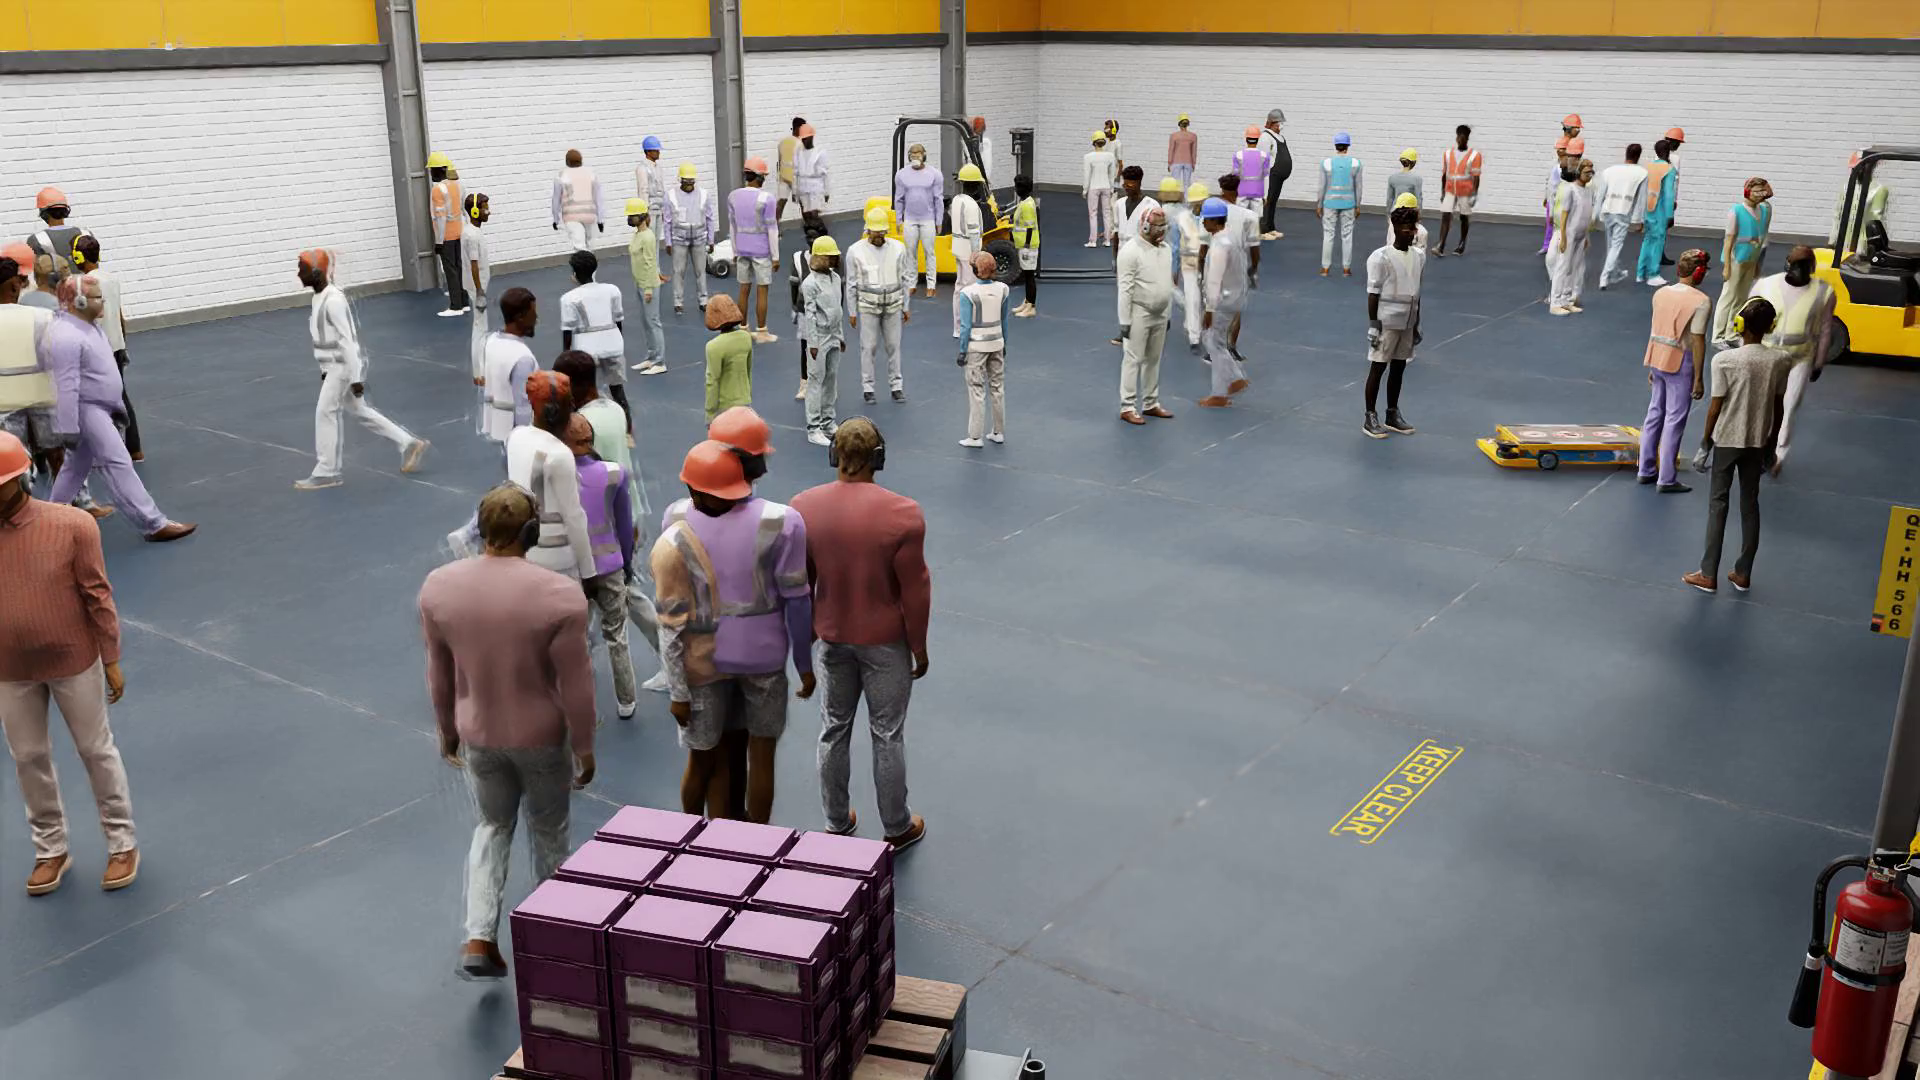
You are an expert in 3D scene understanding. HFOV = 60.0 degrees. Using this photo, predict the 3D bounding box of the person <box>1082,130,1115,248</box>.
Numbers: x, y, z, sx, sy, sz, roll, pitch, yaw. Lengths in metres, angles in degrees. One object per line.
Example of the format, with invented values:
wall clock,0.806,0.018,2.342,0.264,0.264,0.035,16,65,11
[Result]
person,2.114,-5.374,25.511,0.529,1.767,0.329,-7,19,-20

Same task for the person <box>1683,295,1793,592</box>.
person,4.852,-0.589,10.376,0.507,1.872,0.329,-1,18,-3

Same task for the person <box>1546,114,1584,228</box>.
person,9.067,-5.344,24.974,0.394,2.040,0.609,-1,18,-3

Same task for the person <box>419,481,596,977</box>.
person,-1.664,0.749,6.120,0.654,1.915,0.604,1,18,4

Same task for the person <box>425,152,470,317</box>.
person,-6.114,-3.629,19.793,0.379,1.925,0.594,2,18,7

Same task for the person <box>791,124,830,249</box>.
person,-2.226,-5.204,24.729,0.547,1.915,0.433,8,19,23

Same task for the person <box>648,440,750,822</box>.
person,-0.991,0.516,6.842,0.390,1.925,0.548,11,21,32

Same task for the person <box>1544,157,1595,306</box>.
person,7.445,-3.756,20.366,0.523,1.814,0.653,-6,19,-17

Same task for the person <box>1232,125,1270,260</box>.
person,4.208,-5.031,24.161,0.545,1.938,0.362,2,18,5

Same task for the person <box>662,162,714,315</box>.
person,-3.234,-3.586,19.845,0.610,1.820,0.417,-6,19,-18

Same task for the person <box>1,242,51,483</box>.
person,-7.063,-1.337,12.681,0.576,1.889,0.507,2,18,7

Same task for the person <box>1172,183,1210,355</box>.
person,2.578,-2.934,17.853,0.595,1.783,0.928,-1,18,-3

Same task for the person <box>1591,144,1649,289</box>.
person,8.661,-4.250,21.854,0.624,1.864,1.035,16,24,40

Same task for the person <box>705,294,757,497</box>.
person,-1.647,-0.940,11.871,0.294,1.625,0.501,9,20,26

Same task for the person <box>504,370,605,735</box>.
person,-2.039,0.073,8.295,0.372,1.882,0.603,-14,23,-38

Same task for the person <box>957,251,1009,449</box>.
person,0.195,-1.581,13.850,0.523,1.639,0.306,-14,23,-37

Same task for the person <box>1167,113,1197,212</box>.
person,3.971,-6.735,29.786,0.532,1.756,0.344,-3,18,-9

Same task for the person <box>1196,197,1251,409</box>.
person,2.353,-2.153,15.175,0.470,1.924,0.654,4,18,14

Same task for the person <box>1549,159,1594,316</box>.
person,7.335,-3.611,19.866,0.517,1.843,0.326,-13,22,-36

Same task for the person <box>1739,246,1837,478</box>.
person,6.477,-1.419,13.115,0.628,1.789,1.001,12,21,33

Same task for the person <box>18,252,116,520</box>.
person,-6.347,-1.065,11.779,0.641,1.927,0.385,12,21,33

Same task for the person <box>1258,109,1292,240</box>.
person,5.004,-5.809,26.426,0.537,2.000,0.683,9,20,27

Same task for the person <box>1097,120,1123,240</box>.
person,2.393,-5.712,26.401,0.315,1.870,0.533,-6,19,-18

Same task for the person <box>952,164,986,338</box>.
person,0.097,-3.144,18.273,0.363,1.927,0.587,-7,19,-20

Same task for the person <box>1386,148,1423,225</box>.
person,5.965,-4.359,22.335,0.523,1.769,0.313,16,24,41

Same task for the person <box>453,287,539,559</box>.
person,-2.858,-0.649,10.522,0.684,1.897,0.617,-12,21,-32

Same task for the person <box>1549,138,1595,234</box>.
person,8.174,-4.411,22.270,0.578,1.907,0.527,5,18,15

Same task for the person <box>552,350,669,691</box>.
person,-1.879,-0.097,8.851,0.952,1.866,0.591,0,18,1

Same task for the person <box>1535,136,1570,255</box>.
person,8.829,-5.059,24.542,0.326,1.752,0.561,-10,20,-28

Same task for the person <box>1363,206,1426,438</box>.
person,3.716,-1.861,14.199,0.606,1.966,0.367,-11,21,-30

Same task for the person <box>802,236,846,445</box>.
person,-1.121,-1.684,14.004,0.295,1.744,0.484,9,20,27

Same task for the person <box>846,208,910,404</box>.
person,-0.751,-2.159,15.375,0.602,1.819,0.403,-6,19,-17

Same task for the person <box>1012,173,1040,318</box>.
person,0.781,-3.486,19.723,0.322,1.692,0.533,0,18,-1
